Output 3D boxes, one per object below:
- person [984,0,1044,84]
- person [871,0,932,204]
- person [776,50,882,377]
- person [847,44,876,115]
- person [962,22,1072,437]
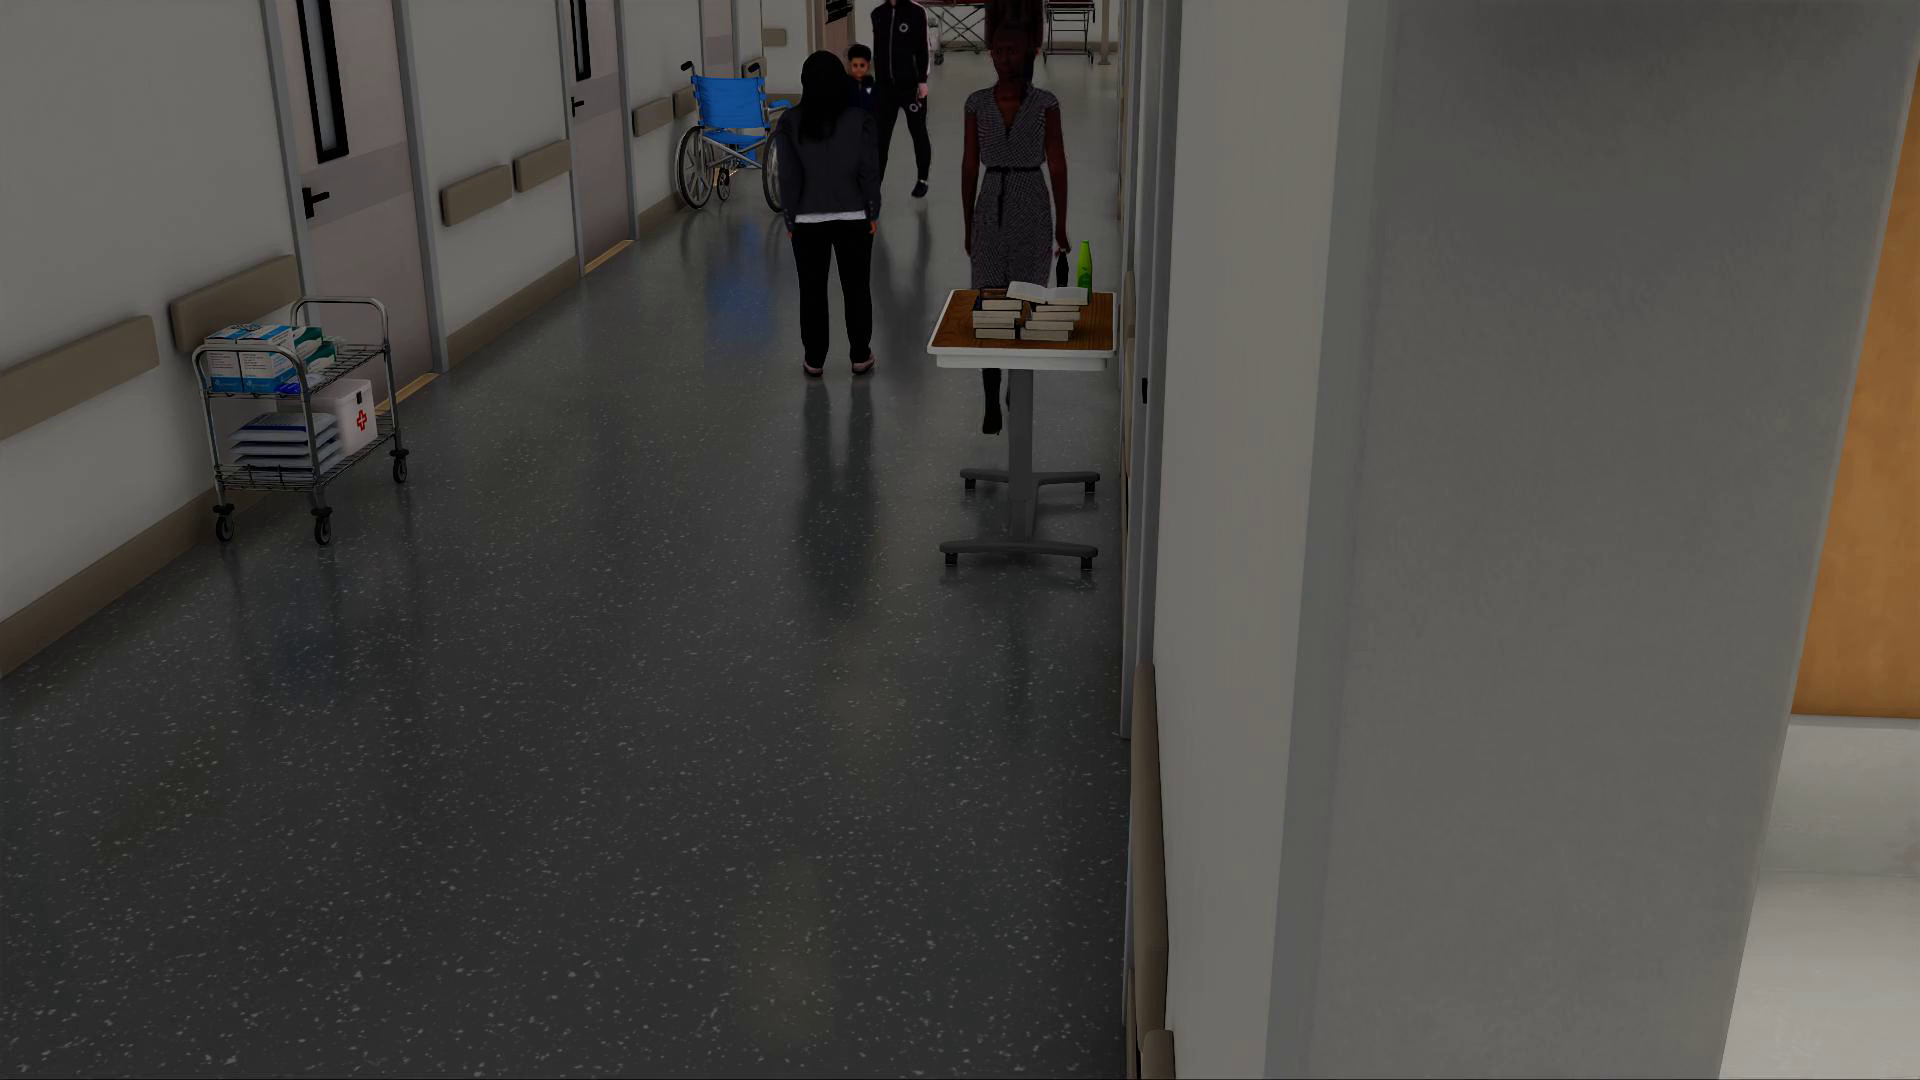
[{"bbox_3d":[0.548,-5.061,17.063,0.801,1.830,0.790,-1,21,-2],"label":"person"},{"bbox_3d":[-0.415,-3.533,13.103,0.942,1.777,1.290,8,22,20],"label":"person"},{"bbox_3d":[-0.643,-1.619,8.304,0.702,1.597,0.698,-1,21,-3],"label":"person"},{"bbox_3d":[-0.820,-3.428,13.622,0.590,1.213,0.680,-2,21,-6],"label":"person"},{"bbox_3d":[0.250,-1.367,7.439,0.636,1.739,1.135,1,21,4],"label":"person"}]
